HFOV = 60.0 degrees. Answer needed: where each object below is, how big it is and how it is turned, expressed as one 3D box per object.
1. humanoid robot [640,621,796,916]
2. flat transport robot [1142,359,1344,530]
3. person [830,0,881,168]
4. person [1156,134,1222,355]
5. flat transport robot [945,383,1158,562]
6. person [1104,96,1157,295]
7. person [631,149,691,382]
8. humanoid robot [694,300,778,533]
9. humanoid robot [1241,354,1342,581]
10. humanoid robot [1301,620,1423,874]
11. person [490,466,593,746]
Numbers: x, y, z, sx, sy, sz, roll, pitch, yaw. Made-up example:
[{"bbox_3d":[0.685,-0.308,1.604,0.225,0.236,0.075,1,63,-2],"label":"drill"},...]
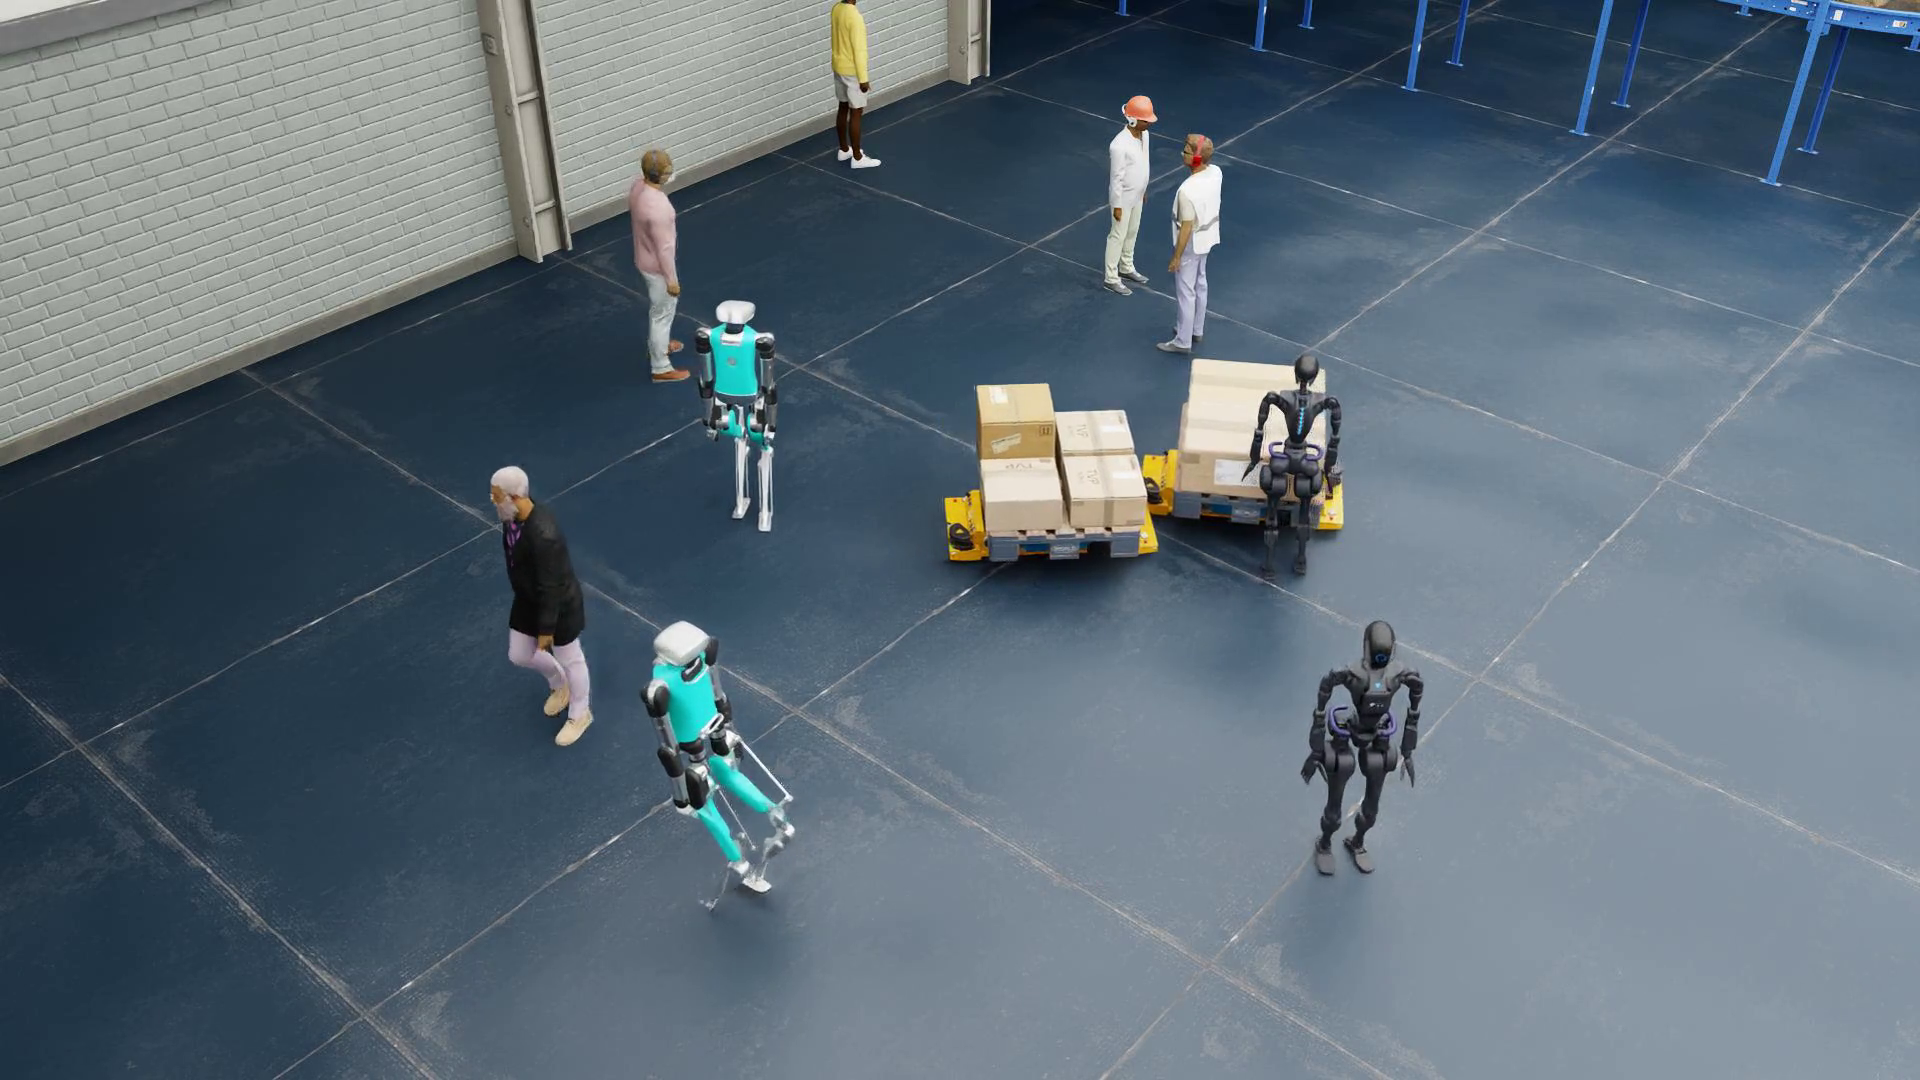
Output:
[{"bbox_3d":[-1.135,1.234,8.408,0.739,1.810,0.537,16,39,21],"label":"humanoid robot"},{"bbox_3d":[2.018,-0.383,11.925,1.431,0.231,0.659,5,36,8],"label":"flat transport robot"},{"bbox_3d":[-1.081,-4.654,16.520,0.382,1.898,0.544,-19,39,-24],"label":"person"},{"bbox_3d":[1.871,-2.364,13.344,0.383,1.849,0.569,20,40,26],"label":"person"},{"bbox_3d":[0.624,-0.139,11.582,1.431,0.231,0.659,-2,36,-3],"label":"flat transport robot"},{"bbox_3d":[1.474,-2.967,14.282,0.347,1.743,0.561,20,40,26],"label":"person"},{"bbox_3d":[-2.364,-2.155,13.014,0.370,1.920,0.747,-13,37,-17],"label":"person"},{"bbox_3d":[-1.453,-0.922,11.366,0.547,1.751,0.680,4,36,5],"label":"humanoid robot"},{"bbox_3d":[2.150,-0.477,10.839,0.600,1.656,0.326,4,36,6],"label":"humanoid robot"},{"bbox_3d":[2.092,1.088,8.646,0.589,1.653,0.322,0,35,-1],"label":"humanoid robot"},{"bbox_3d":[-2.393,0.374,9.516,0.553,1.835,0.446,25,43,31],"label":"person"}]
